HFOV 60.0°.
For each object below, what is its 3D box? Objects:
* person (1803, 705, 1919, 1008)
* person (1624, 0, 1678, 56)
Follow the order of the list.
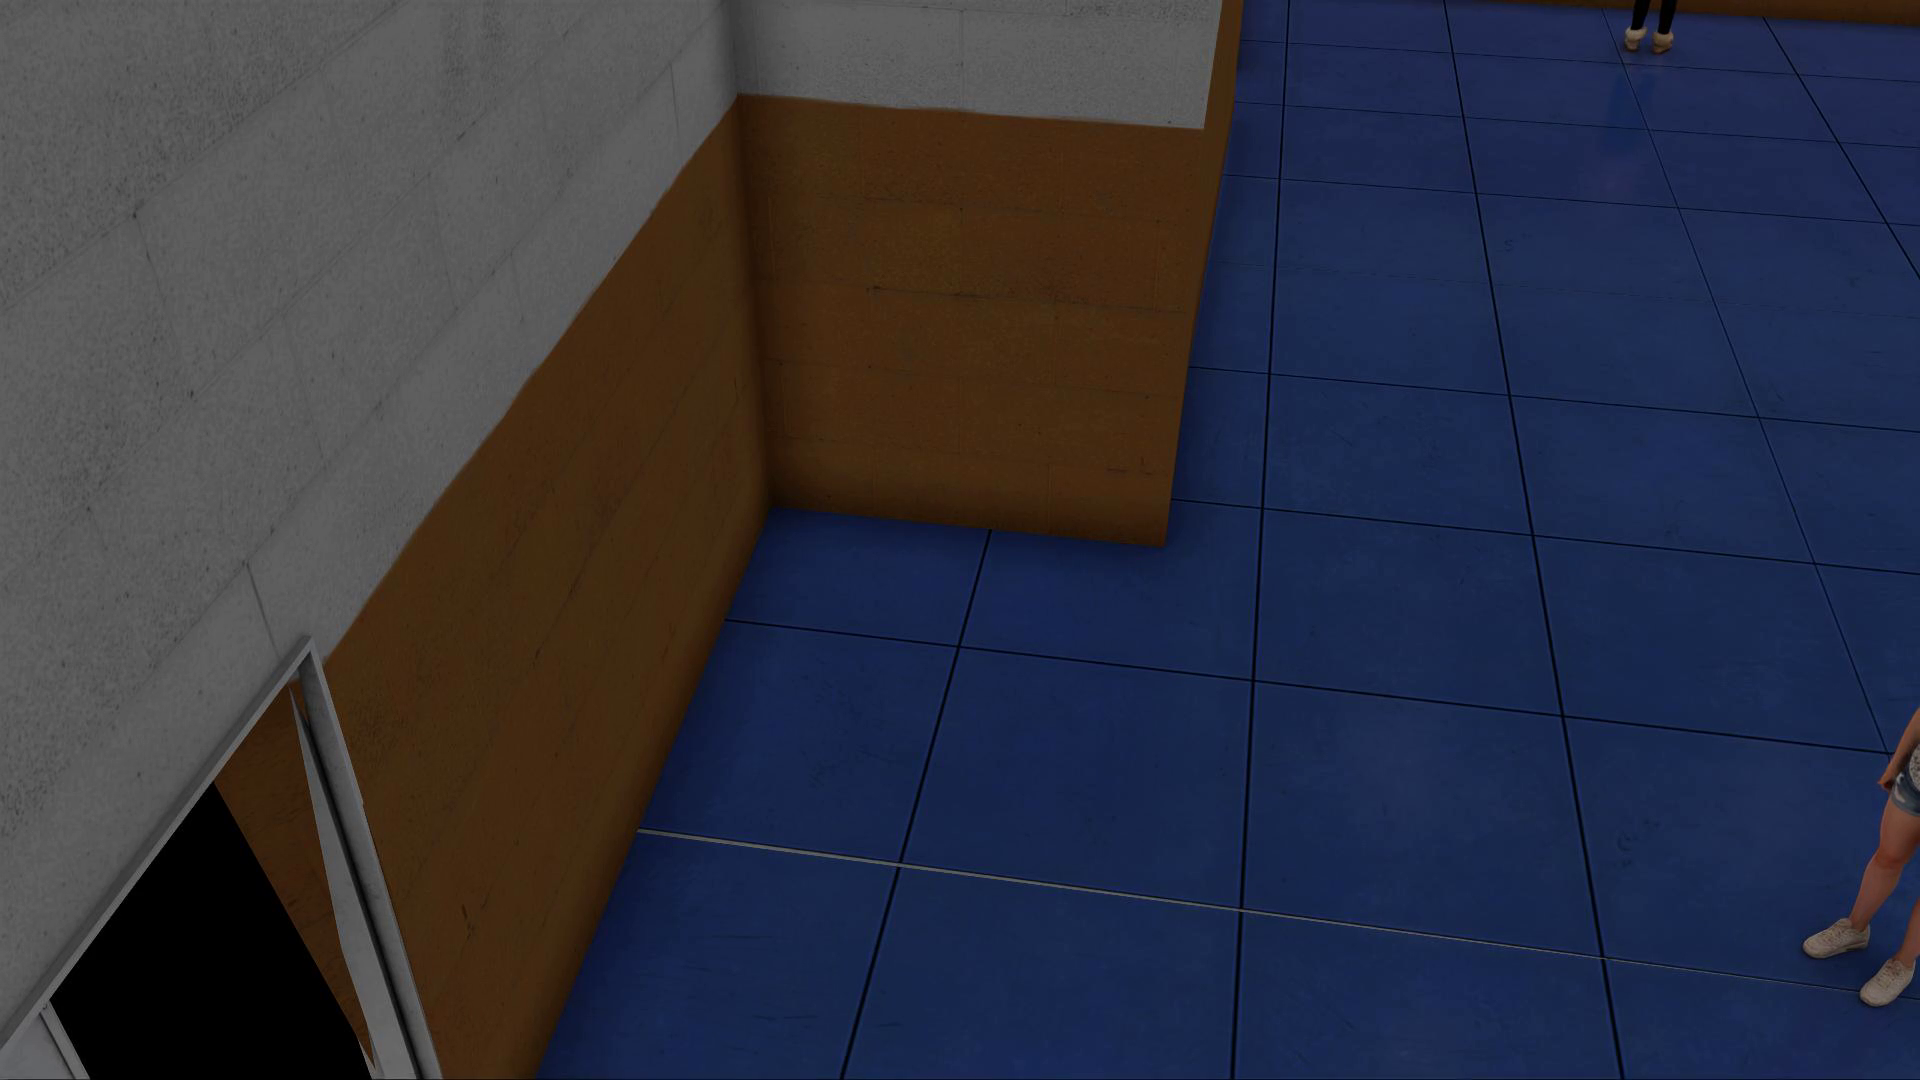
[{"bbox_3d":[3.350,0.875,5.620,0.695,1.759,0.662,-17,40,-21],"label":"person"},{"bbox_3d":[5.596,-4.690,13.117,0.568,1.659,0.712,16,40,20],"label":"person"}]
